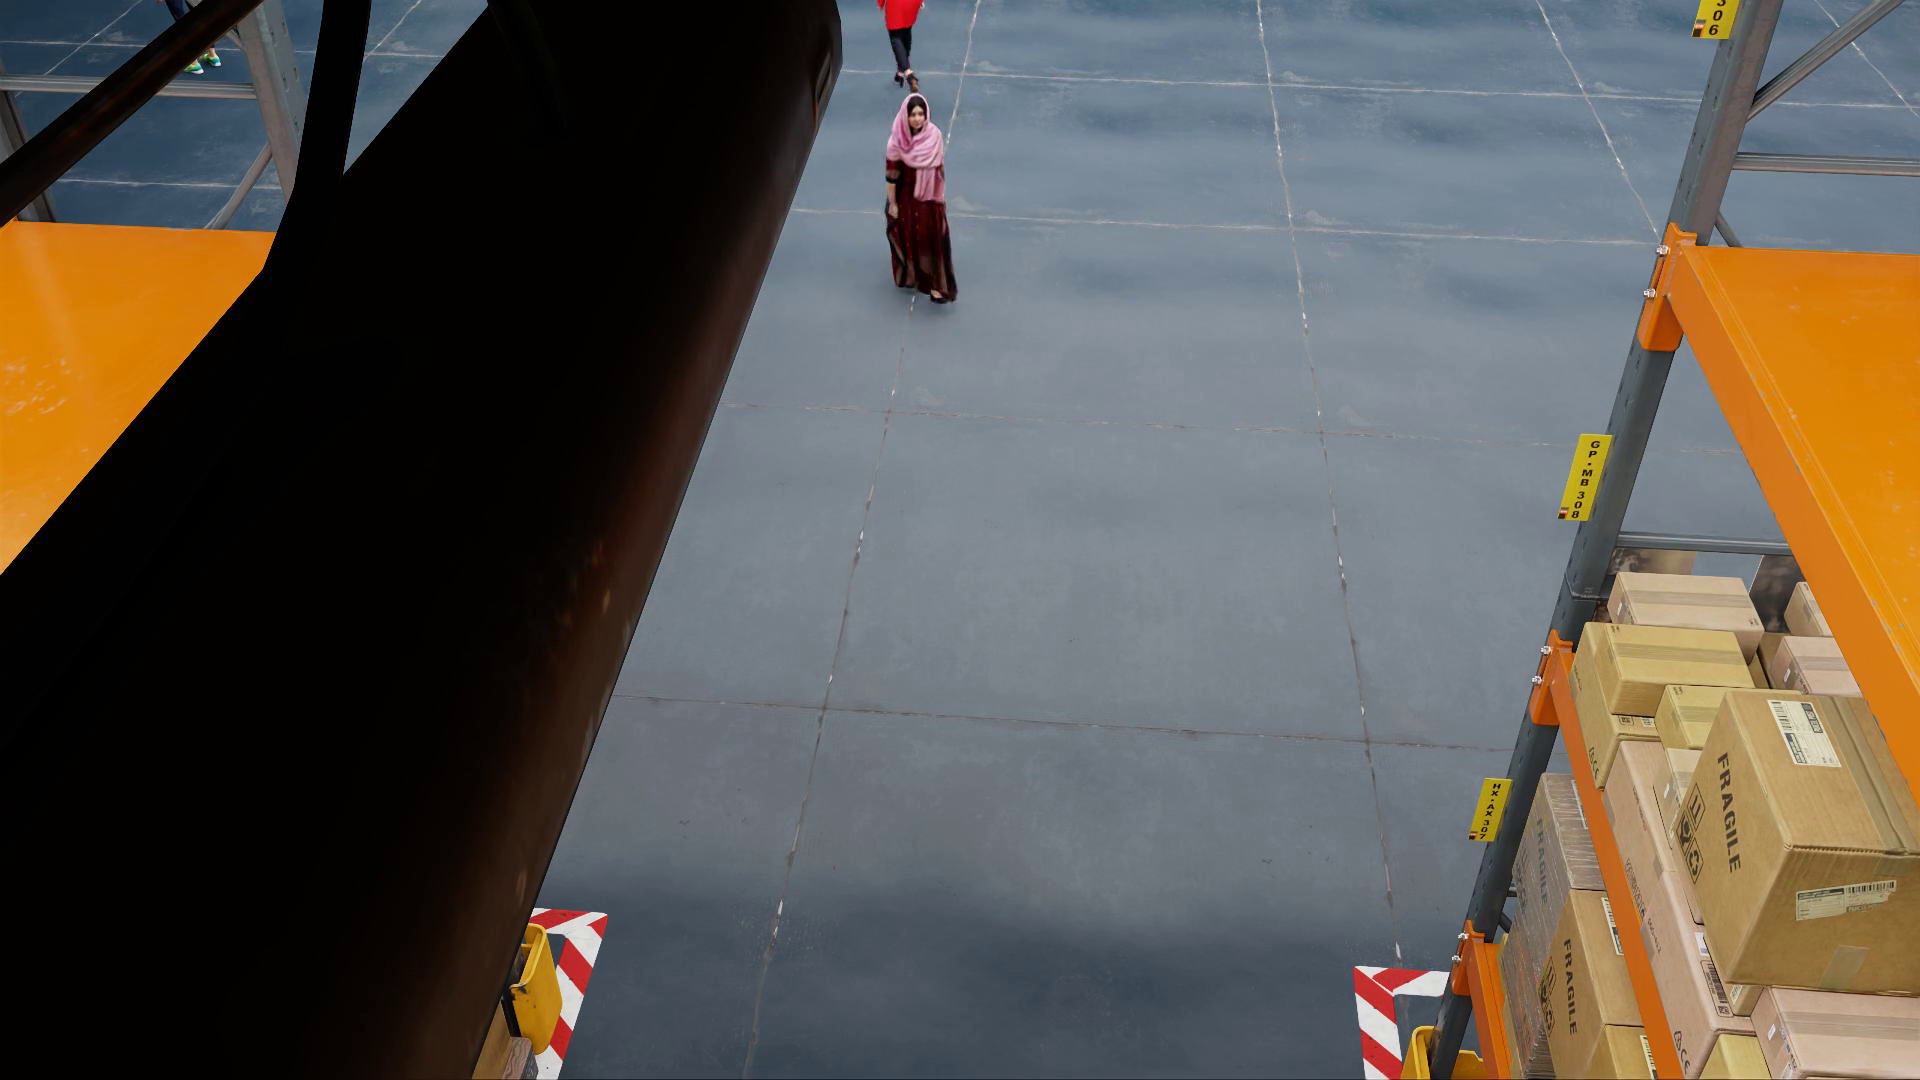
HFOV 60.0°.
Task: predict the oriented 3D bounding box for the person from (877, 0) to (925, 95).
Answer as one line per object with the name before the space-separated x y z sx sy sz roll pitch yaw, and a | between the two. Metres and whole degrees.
person | -0.516 -4.952 15.424 0.860 1.729 1.066 -12 40 -15

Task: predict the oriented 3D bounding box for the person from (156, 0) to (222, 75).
person | -7.512 -5.351 15.953 0.746 1.706 0.642 25 44 28

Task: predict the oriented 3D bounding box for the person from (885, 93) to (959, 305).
person | -0.359 -2.612 12.530 0.863 1.610 1.060 -12 40 -15
